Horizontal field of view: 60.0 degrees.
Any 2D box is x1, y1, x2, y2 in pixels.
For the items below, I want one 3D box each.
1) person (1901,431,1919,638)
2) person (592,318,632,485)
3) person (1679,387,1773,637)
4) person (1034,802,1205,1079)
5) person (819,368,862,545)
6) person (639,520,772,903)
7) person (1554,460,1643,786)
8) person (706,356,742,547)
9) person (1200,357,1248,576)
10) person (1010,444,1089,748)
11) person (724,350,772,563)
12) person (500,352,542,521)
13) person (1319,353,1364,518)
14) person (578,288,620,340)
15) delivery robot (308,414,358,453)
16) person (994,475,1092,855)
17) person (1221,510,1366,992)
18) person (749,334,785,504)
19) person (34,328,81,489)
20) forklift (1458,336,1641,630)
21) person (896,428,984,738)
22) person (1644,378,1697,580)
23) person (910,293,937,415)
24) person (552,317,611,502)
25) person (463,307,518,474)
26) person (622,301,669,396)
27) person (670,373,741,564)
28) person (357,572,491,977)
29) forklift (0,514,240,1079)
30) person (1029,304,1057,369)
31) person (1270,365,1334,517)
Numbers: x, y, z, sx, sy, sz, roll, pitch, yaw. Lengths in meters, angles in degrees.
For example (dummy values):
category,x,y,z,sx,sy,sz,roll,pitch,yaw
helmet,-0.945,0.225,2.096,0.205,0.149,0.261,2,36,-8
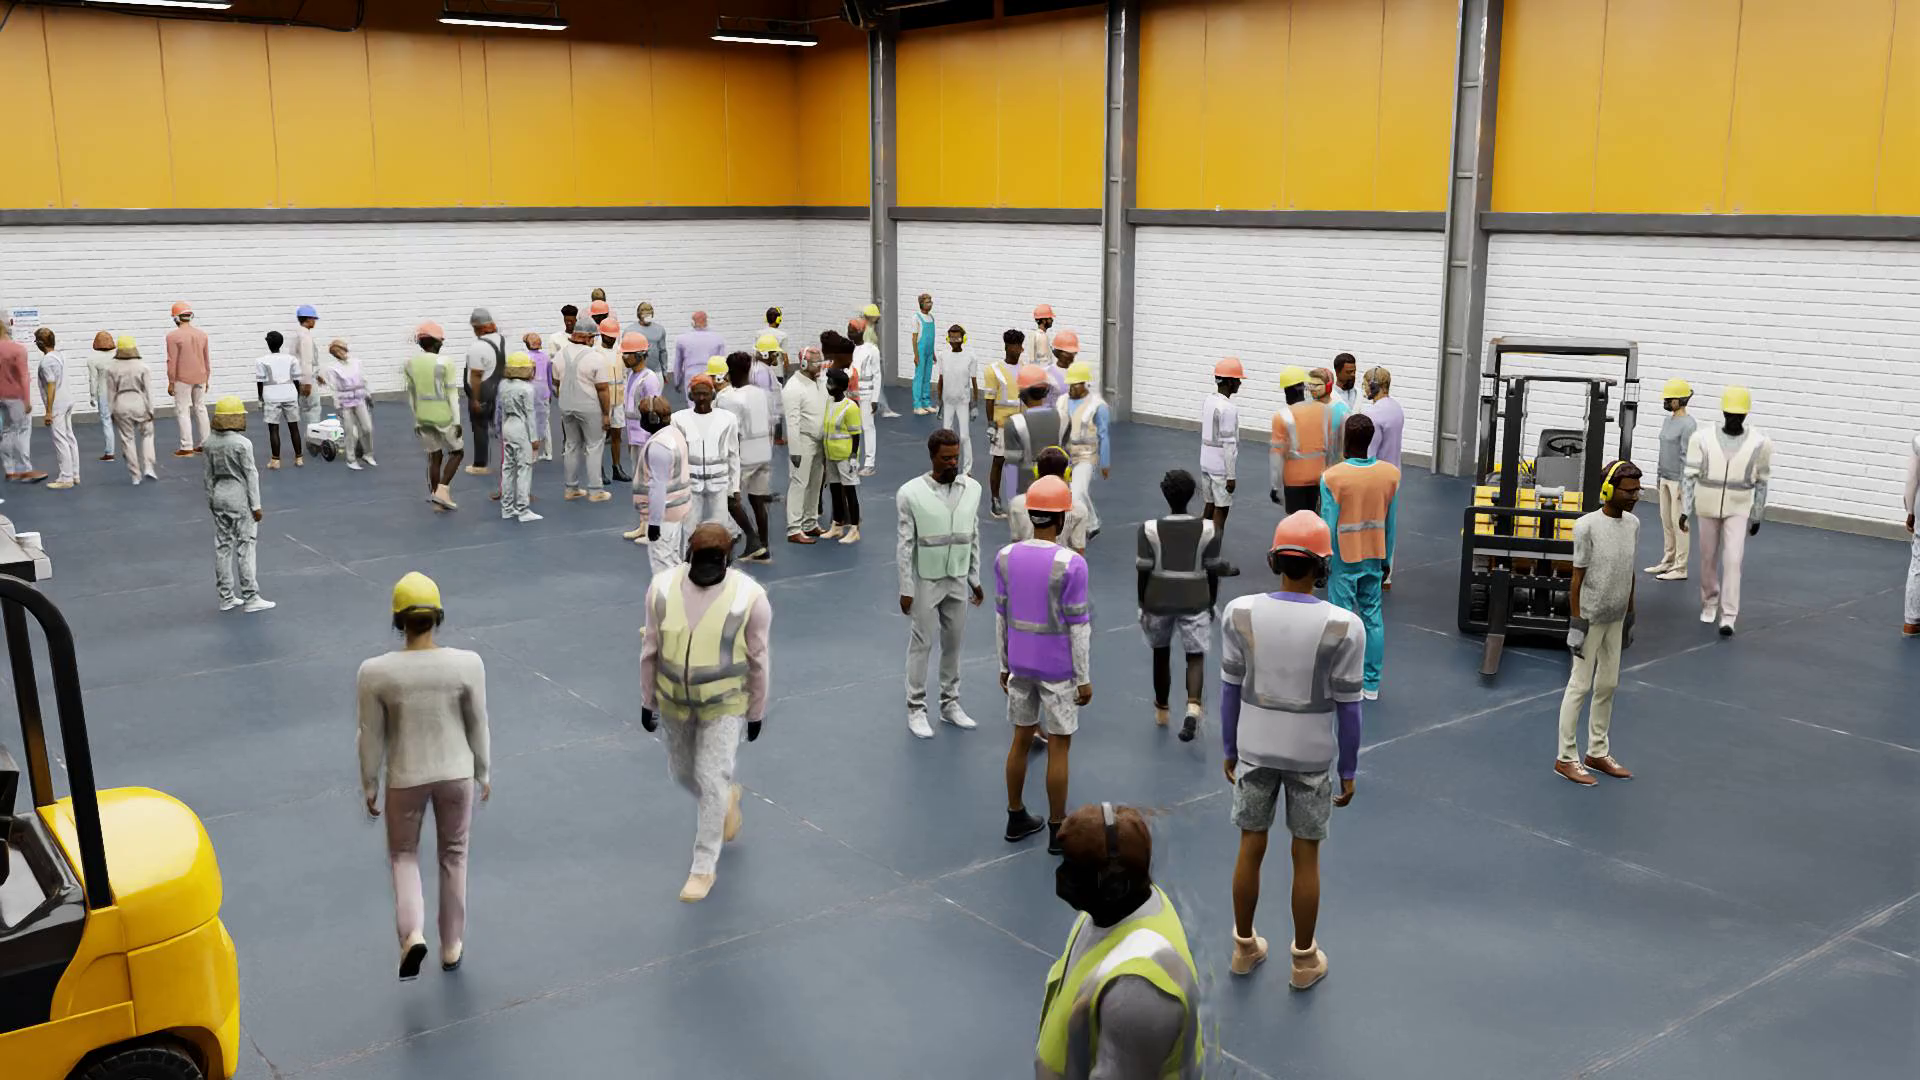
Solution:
category,x,y,z,sx,sy,sz,roll,pitch,yaw
person,7.346,-0.189,12.370,0.392,1.946,0.616,-7,14,-32
person,-4.055,-1.611,19.291,0.369,1.929,0.542,11,16,43
person,5.819,-0.218,12.687,0.597,1.878,0.982,6,13,27
person,0.292,1.551,4.285,0.824,1.809,0.651,0,12,-1
person,-1.150,-0.802,15.942,0.317,1.695,0.540,-10,15,-39
person,-1.210,0.770,8.083,0.639,1.818,0.769,3,12,13
person,3.650,0.466,9.435,0.509,1.860,0.334,-6,13,-27
person,-2.239,-0.842,15.855,0.403,1.817,0.601,0,12,-2
person,2.310,-0.641,14.607,0.389,1.930,0.544,-3,12,-12
person,0.516,0.341,10.135,0.514,1.835,0.878,2,12,9
person,-1.919,-0.733,15.003,0.425,1.946,0.634,6,13,29
person,-4.537,-1.070,17.161,0.486,1.734,0.358,10,15,39
person,3.431,-0.754,15.173,0.597,1.916,0.371,-9,15,-38
person,-5.466,-2.858,25.286,0.636,1.938,0.358,2,12,12
delivery robot,-7.994,-1.362,21.192,0.707,0.478,0.477,9,15,39
person,0.436,0.629,8.483,0.548,1.929,0.386,9,15,37
person,1.392,0.882,7.014,0.601,2.036,0.421,5,13,23
person,-2.097,-1.319,18.111,0.403,1.830,0.598,-2,12,-9
person,-10.298,-1.496,18.944,0.349,1.842,0.505,-1,12,-6
forklift,4.683,-0.471,13.136,1.214,2.155,2.313,4,12,20
person,-0.131,0.252,10.322,0.597,1.914,0.373,-7,14,-32
person,6.202,-0.529,14.484,0.337,1.757,0.517,-1,12,-3
person,-0.537,-2.840,25.429,0.345,1.846,0.508,8,14,34
person,-4.074,-1.441,18.192,0.686,2.000,0.535,5,13,24
person,-5.582,-1.782,19.840,0.737,2.000,0.698,5,13,25
person,-4.186,-2.220,22.233,0.636,1.931,0.377,-9,15,-37
person,-2.101,-0.431,13.695,0.587,1.883,0.341,-1,12,-7
person,-2.249,1.012,7.037,0.533,1.751,0.487,-4,12,-18
forklift,-3.687,1.115,5.480,2.313,2.155,1.214,-9,15,-36
person,1.073,-2.079,21.518,0.353,1.942,0.546,-2,12,-10
person,2.888,-0.537,14.172,0.621,1.898,0.438,-5,13,-22
